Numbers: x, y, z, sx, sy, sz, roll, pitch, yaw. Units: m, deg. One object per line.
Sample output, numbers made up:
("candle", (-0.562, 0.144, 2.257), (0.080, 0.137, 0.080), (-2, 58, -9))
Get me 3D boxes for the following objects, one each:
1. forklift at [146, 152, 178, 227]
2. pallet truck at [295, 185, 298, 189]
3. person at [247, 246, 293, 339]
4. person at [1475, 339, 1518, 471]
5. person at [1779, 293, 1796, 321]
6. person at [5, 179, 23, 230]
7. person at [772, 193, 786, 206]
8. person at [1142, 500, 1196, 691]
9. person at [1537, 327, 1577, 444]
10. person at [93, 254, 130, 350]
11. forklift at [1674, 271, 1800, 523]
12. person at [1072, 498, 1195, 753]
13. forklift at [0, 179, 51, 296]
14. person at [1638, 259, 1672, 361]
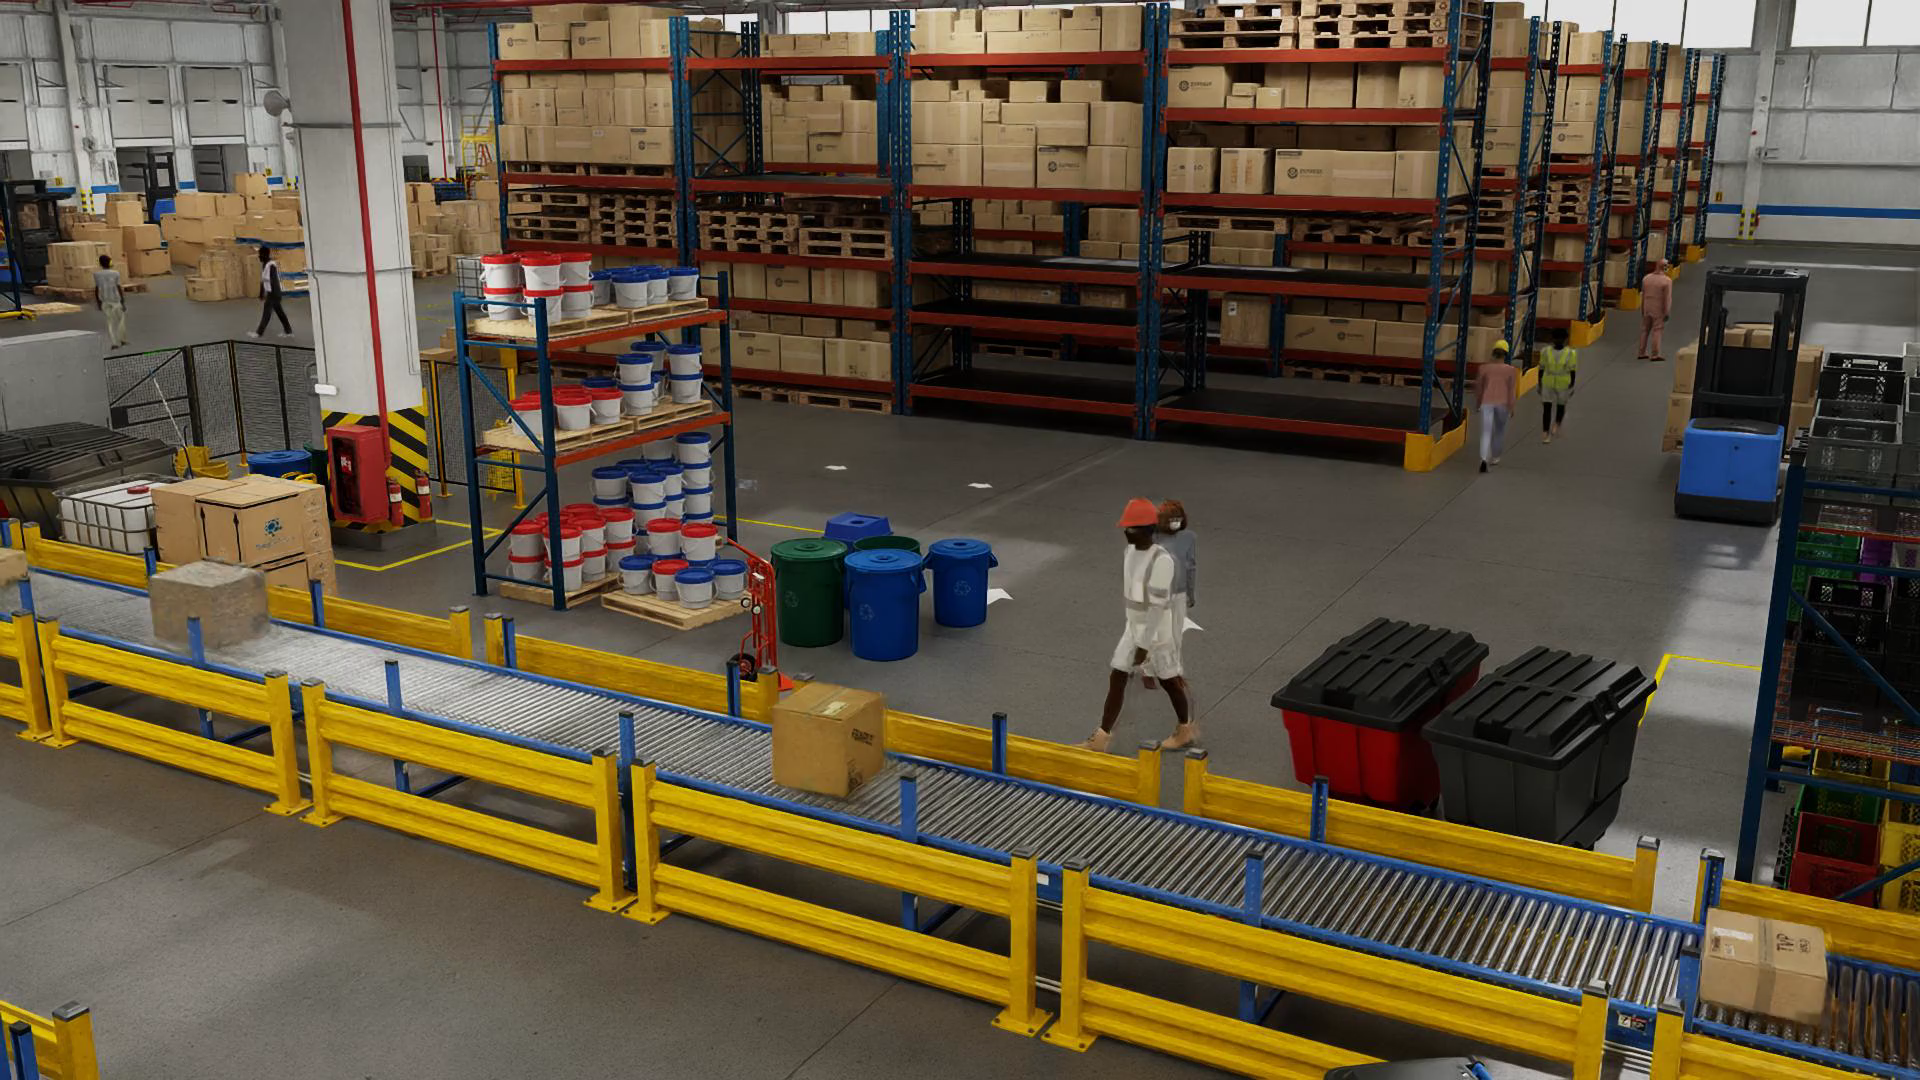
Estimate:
("forklift", (-30.086, -13.242, 62.882), (1.873, 2.768, 1.129), (8, 17, 28))
("pallet truck", (-26.804, -14.617, 69.738), (1.885, 1.965, 0.823), (-14, 20, -42))
("person", (-14.187, -5.043, 33.978), (0.971, 1.867, 0.625), (-10, 18, -34))
("person", (7.079, -1.789, 22.040), (0.529, 1.729, 0.871), (6, 16, 22))
("person", (15.654, -4.246, 31.470), (0.280, 1.624, 0.493), (4, 15, 14))
("person", (-35.470, -12.584, 62.362), (0.630, 1.873, 0.993), (7, 16, 24))
("person", (-5.958, -10.770, 55.576), (0.624, 1.845, 0.430), (2, 15, 9))
("person", (1.721, 0.451, 13.810), (0.495, 1.625, 0.281), (-5, 16, -19))
("person", (8.544, -2.242, 23.843), (0.542, 1.668, 0.684), (6, 16, 21))
("person", (-16.653, -4.676, 32.657), (0.575, 1.840, 0.768), (-3, 15, -11))
("forklift", (9.269, -1.763, 19.726), (1.129, 2.768, 1.873), (8, 17, 27))
("person", (1.342, 0.669, 12.302), (1.042, 1.991, 0.620), (-8, 17, -28))
("forklift", (-23.297, -7.616, 41.731), (1.873, 2.768, 1.129), (8, 17, 28))
("person", (13.054, -4.303, 31.163), (0.399, 1.900, 0.645), (-8, 17, -28))
